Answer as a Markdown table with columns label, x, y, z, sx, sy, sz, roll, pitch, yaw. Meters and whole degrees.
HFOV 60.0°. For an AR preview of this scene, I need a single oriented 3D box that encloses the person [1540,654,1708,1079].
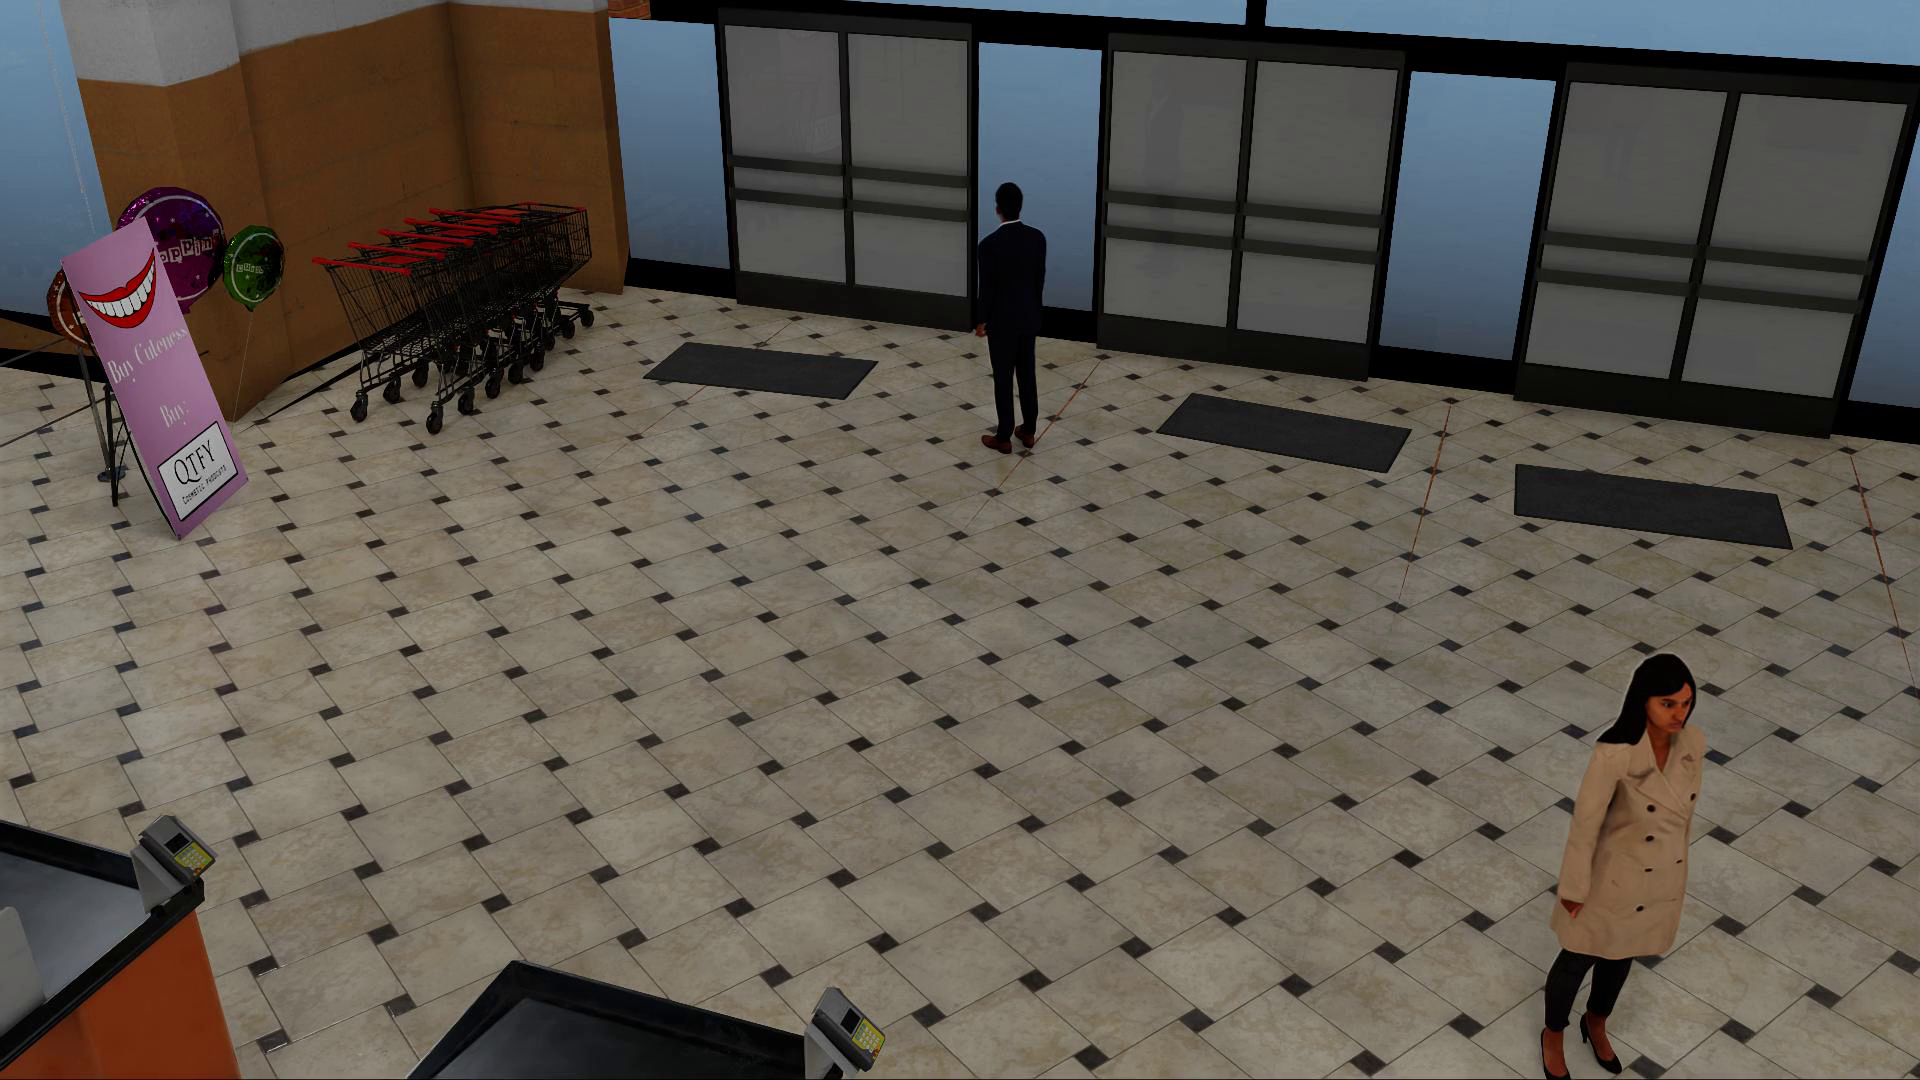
| label | x | y | z | sx | sy | sz | roll | pitch | yaw |
| --- | --- | --- | --- | --- | --- | --- | --- | --- | --- |
| person | 2.216 | 1.120 | 5.569 | 0.719 | 1.681 | 0.743 | -8 | 28 | -16 |

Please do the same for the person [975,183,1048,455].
| label | x | y | z | sx | sy | sz | roll | pitch | yaw |
| --- | --- | --- | --- | --- | --- | --- | --- | --- | --- |
| person | 0.330 | -1.378 | 10.448 | 0.695 | 1.723 | 0.768 | -14 | 30 | -25 |
